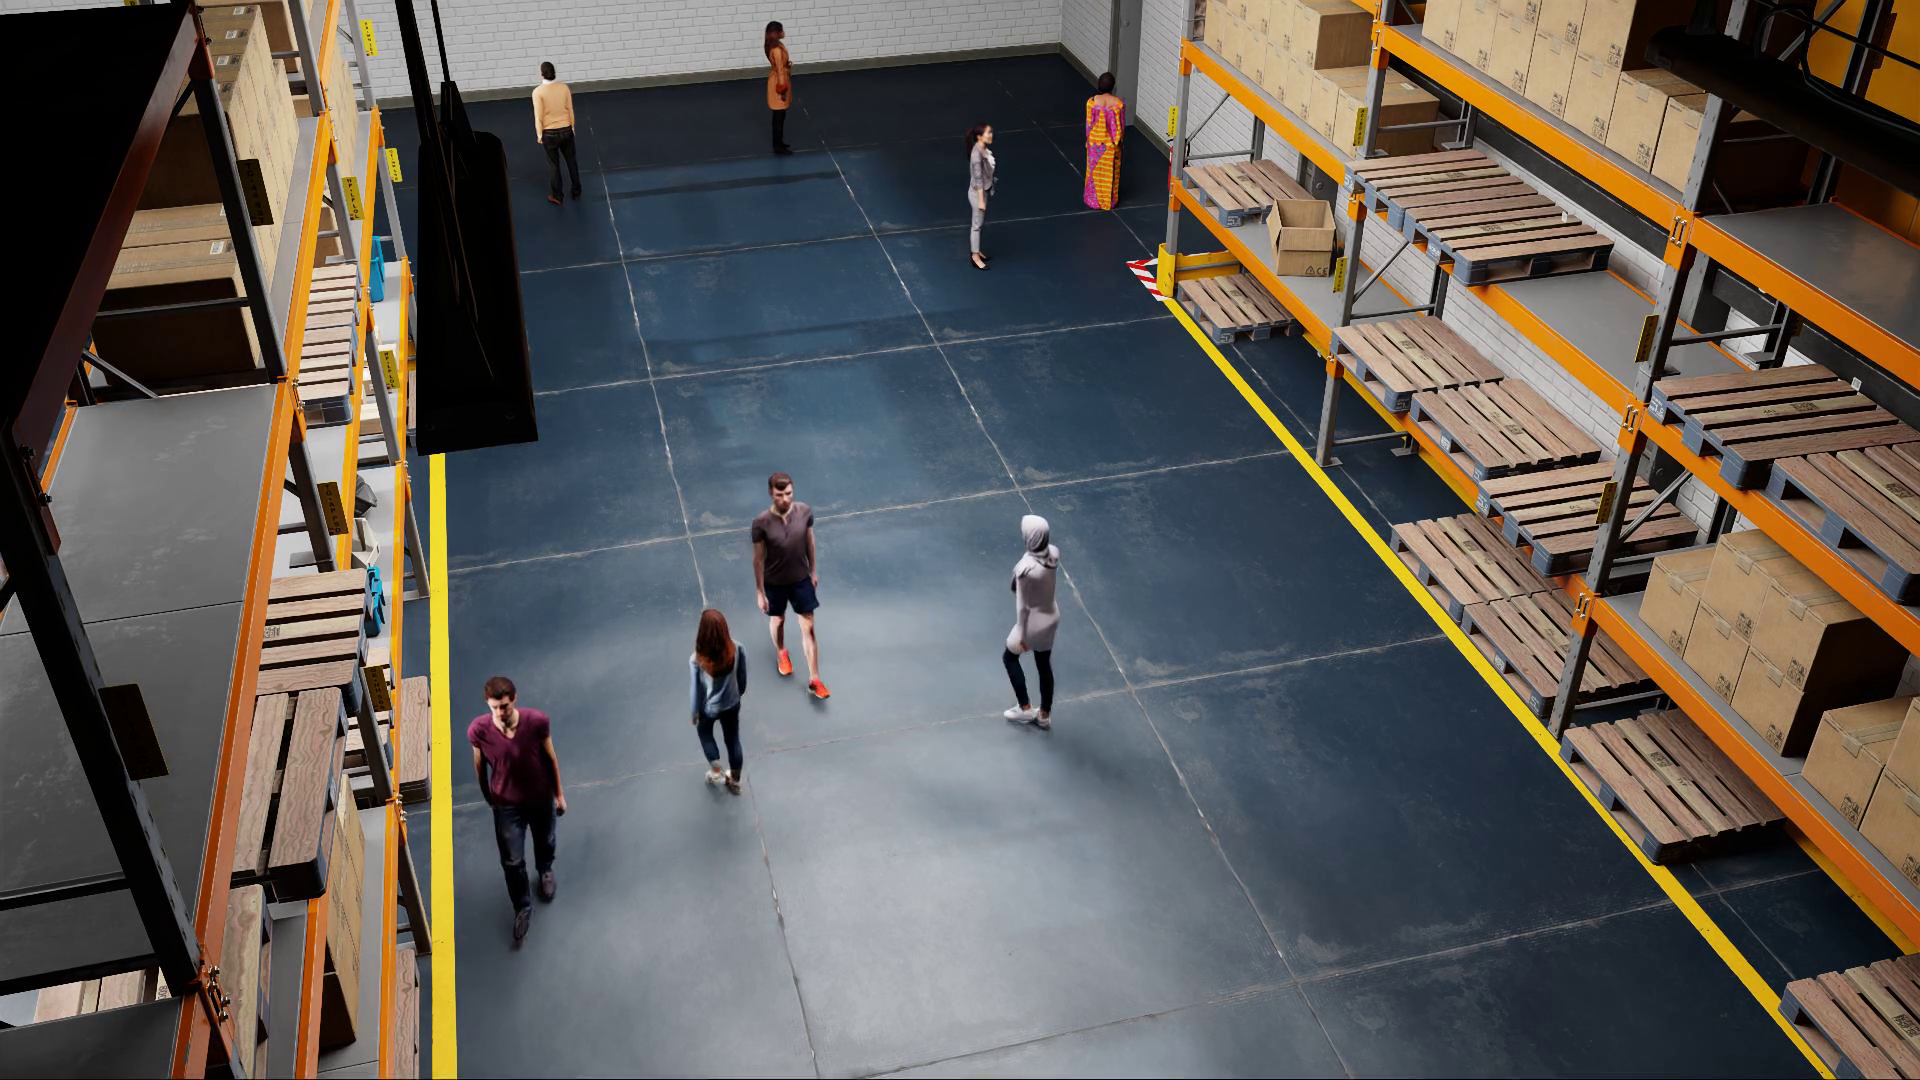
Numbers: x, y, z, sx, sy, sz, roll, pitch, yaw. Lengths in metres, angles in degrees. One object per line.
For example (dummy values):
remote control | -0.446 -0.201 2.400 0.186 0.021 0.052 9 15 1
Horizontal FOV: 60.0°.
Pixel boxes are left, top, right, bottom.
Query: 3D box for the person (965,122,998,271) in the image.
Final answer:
person | 0.221 -3.900 18.795 0.760 1.679 0.646 3 34 5

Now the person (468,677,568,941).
person | -2.756 1.539 10.477 0.669 1.830 0.861 -11 35 -16

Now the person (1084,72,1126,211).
person | 1.760 -4.904 20.301 0.748 1.685 0.782 5 34 7

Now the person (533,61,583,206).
person | -4.938 -4.993 20.372 0.733 1.754 0.713 -21 39 -29

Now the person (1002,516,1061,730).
person | 0.612 0.639 11.891 0.711 1.763 0.738 -27 42 -34

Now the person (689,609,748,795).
person | -1.623 1.158 11.381 0.673 1.464 0.632 -17 37 -23

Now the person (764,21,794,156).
person | -2.372 -5.937 21.822 0.760 1.722 0.531 -6 34 -10

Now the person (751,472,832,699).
person | -1.322 0.256 12.414 0.729 1.822 1.048 -13 36 -18
